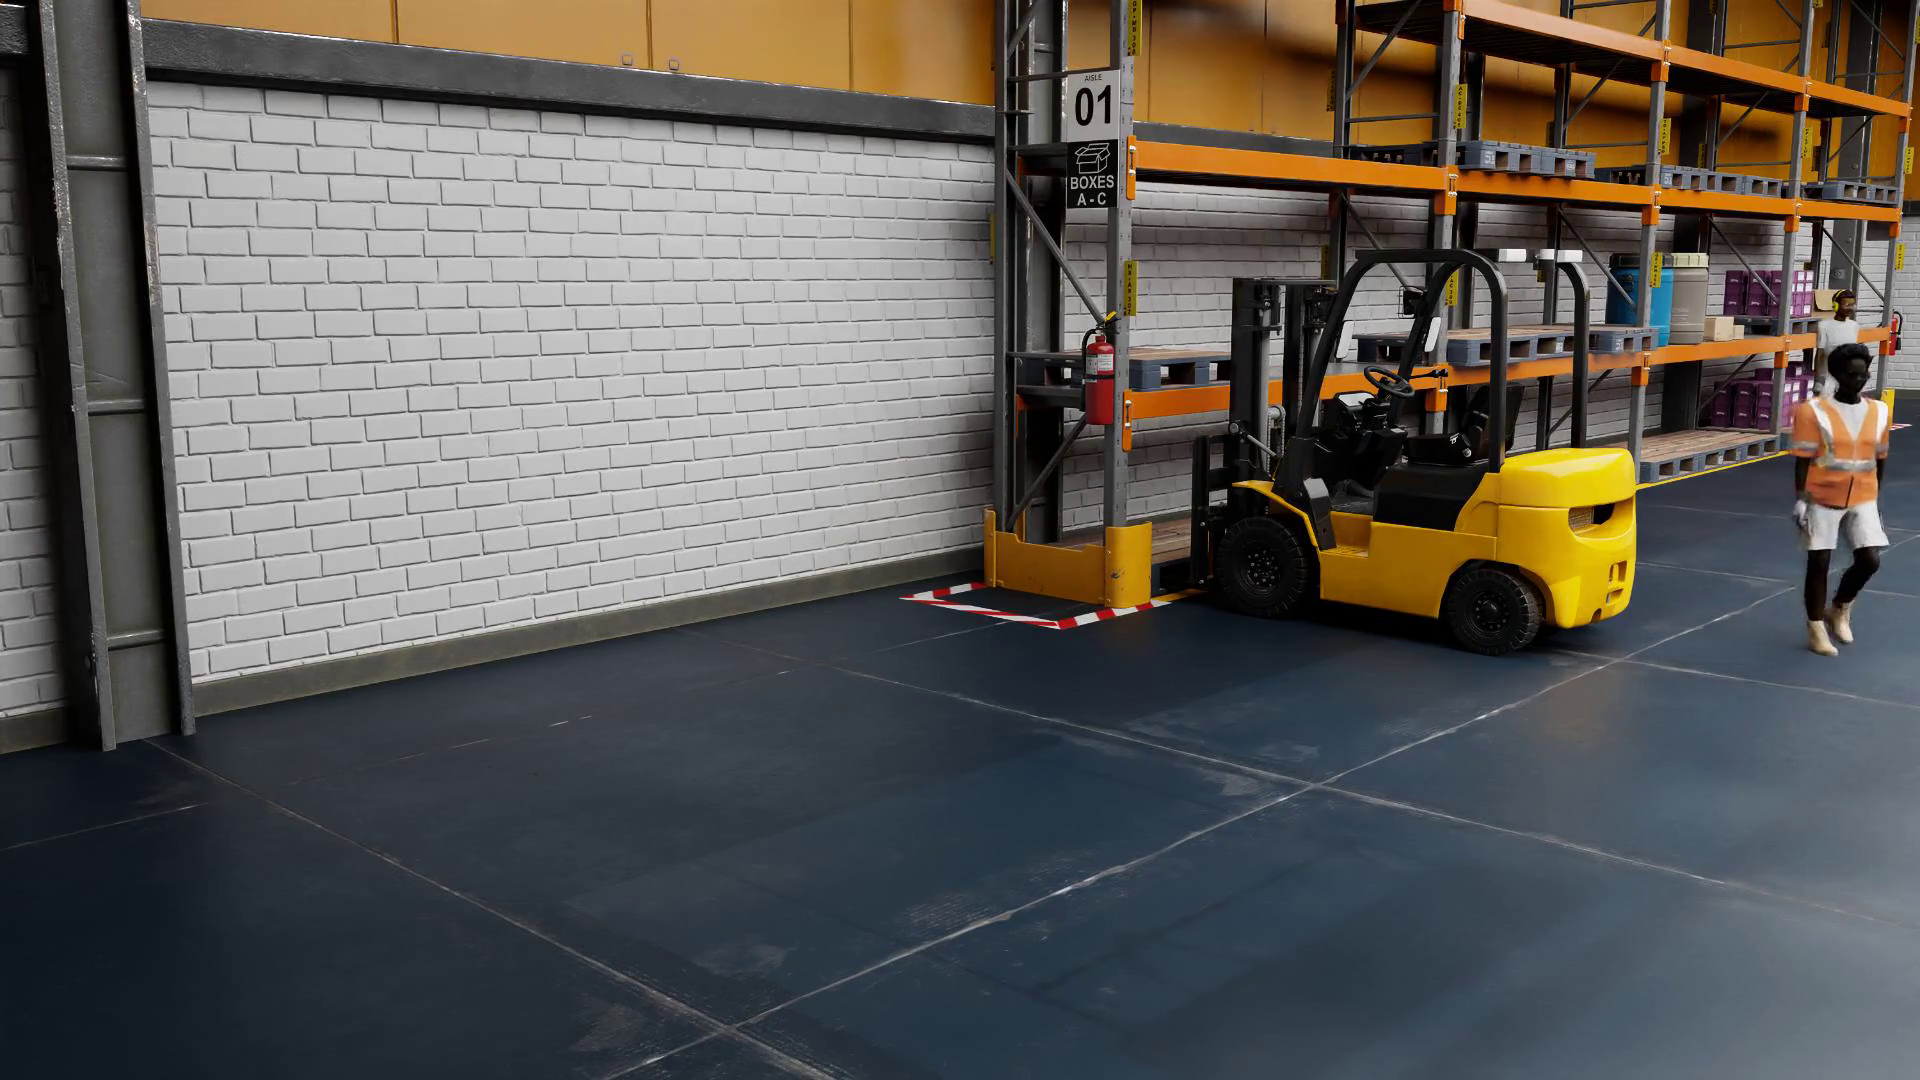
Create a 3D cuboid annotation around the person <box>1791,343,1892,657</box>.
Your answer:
[{"bbox_3d":[4.688,-0.206,8.873,0.538,1.684,0.363,1,9,5],"label":"person"}]

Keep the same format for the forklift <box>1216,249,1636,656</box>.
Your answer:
[{"bbox_3d":[2.710,-0.584,9.626,2.313,2.155,1.214,9,13,43],"label":"forklift"}]

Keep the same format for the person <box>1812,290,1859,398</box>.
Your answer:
[{"bbox_3d":[9.091,-1.664,17.287,0.505,1.860,0.320,-2,10,-13],"label":"person"}]
